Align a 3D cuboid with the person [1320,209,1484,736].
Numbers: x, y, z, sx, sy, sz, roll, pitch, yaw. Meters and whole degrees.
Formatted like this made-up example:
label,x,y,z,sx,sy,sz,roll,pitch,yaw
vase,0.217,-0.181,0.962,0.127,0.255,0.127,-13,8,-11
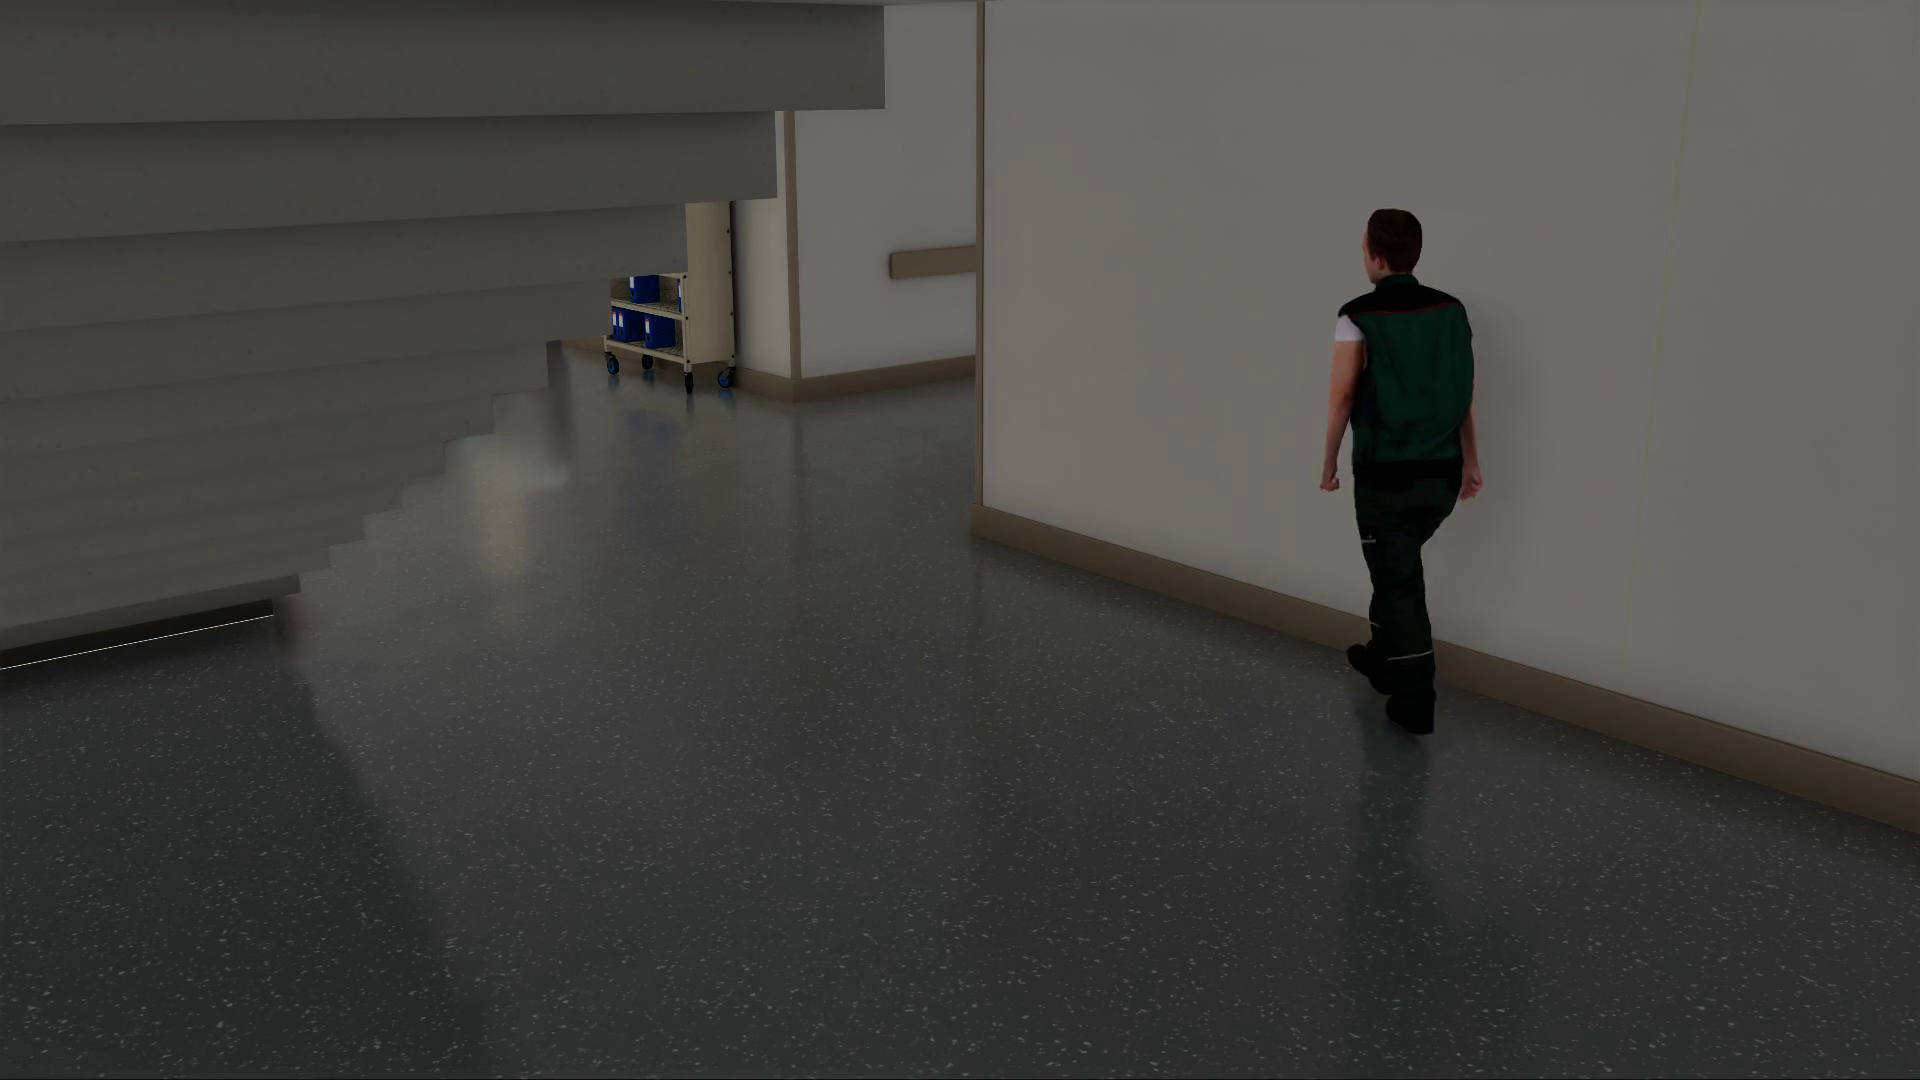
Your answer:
label,x,y,z,sx,sy,sz,roll,pitch,yaw
person,1.595,-0.207,5.801,0.882,1.793,1.040,-2,16,-8
